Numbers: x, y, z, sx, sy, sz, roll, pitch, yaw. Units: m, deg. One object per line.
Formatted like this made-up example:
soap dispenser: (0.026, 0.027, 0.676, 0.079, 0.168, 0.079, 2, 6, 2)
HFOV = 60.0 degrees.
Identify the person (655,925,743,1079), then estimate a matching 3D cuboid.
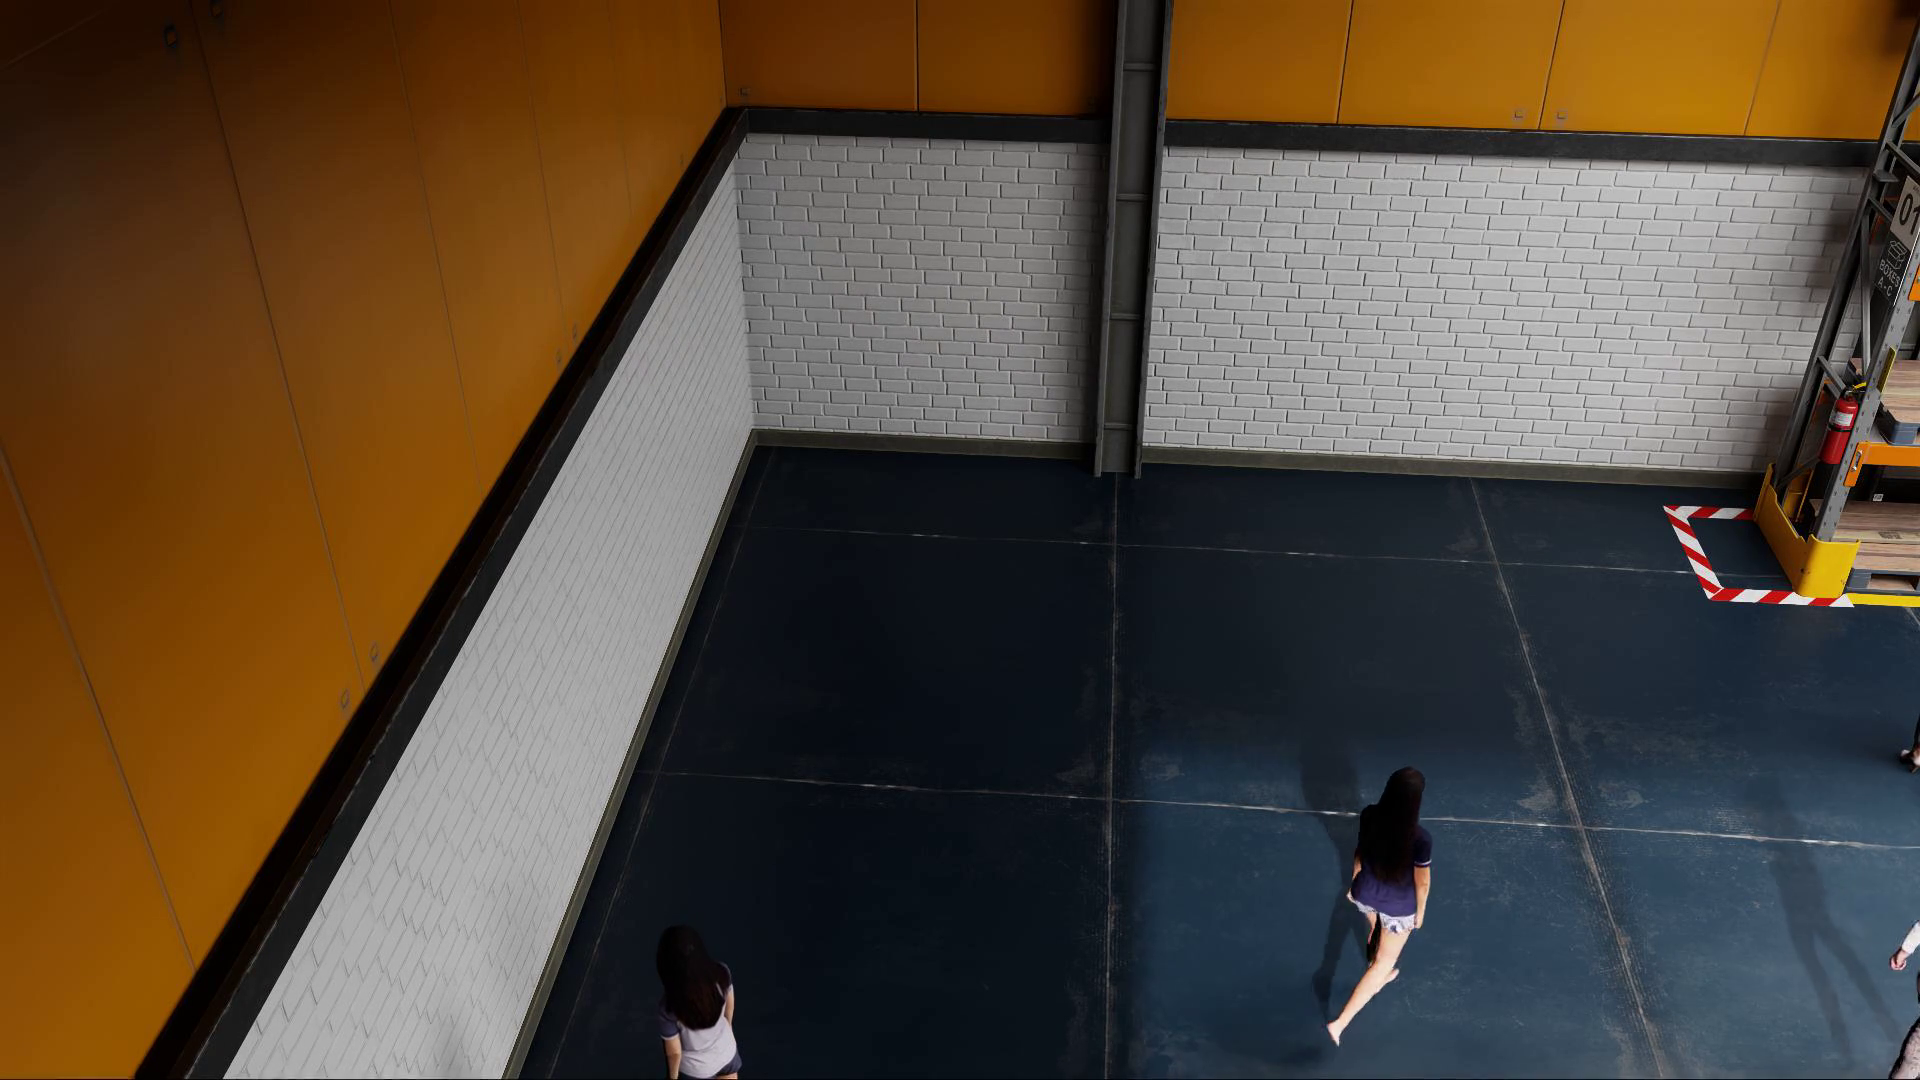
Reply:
person: (-1.253, 2.503, 8.059, 0.705, 1.707, 0.677, 25, 41, 32)

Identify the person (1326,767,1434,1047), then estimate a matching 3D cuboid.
person: (2.218, 1.958, 8.850, 1.039, 1.740, 1.035, 27, 42, 35)
